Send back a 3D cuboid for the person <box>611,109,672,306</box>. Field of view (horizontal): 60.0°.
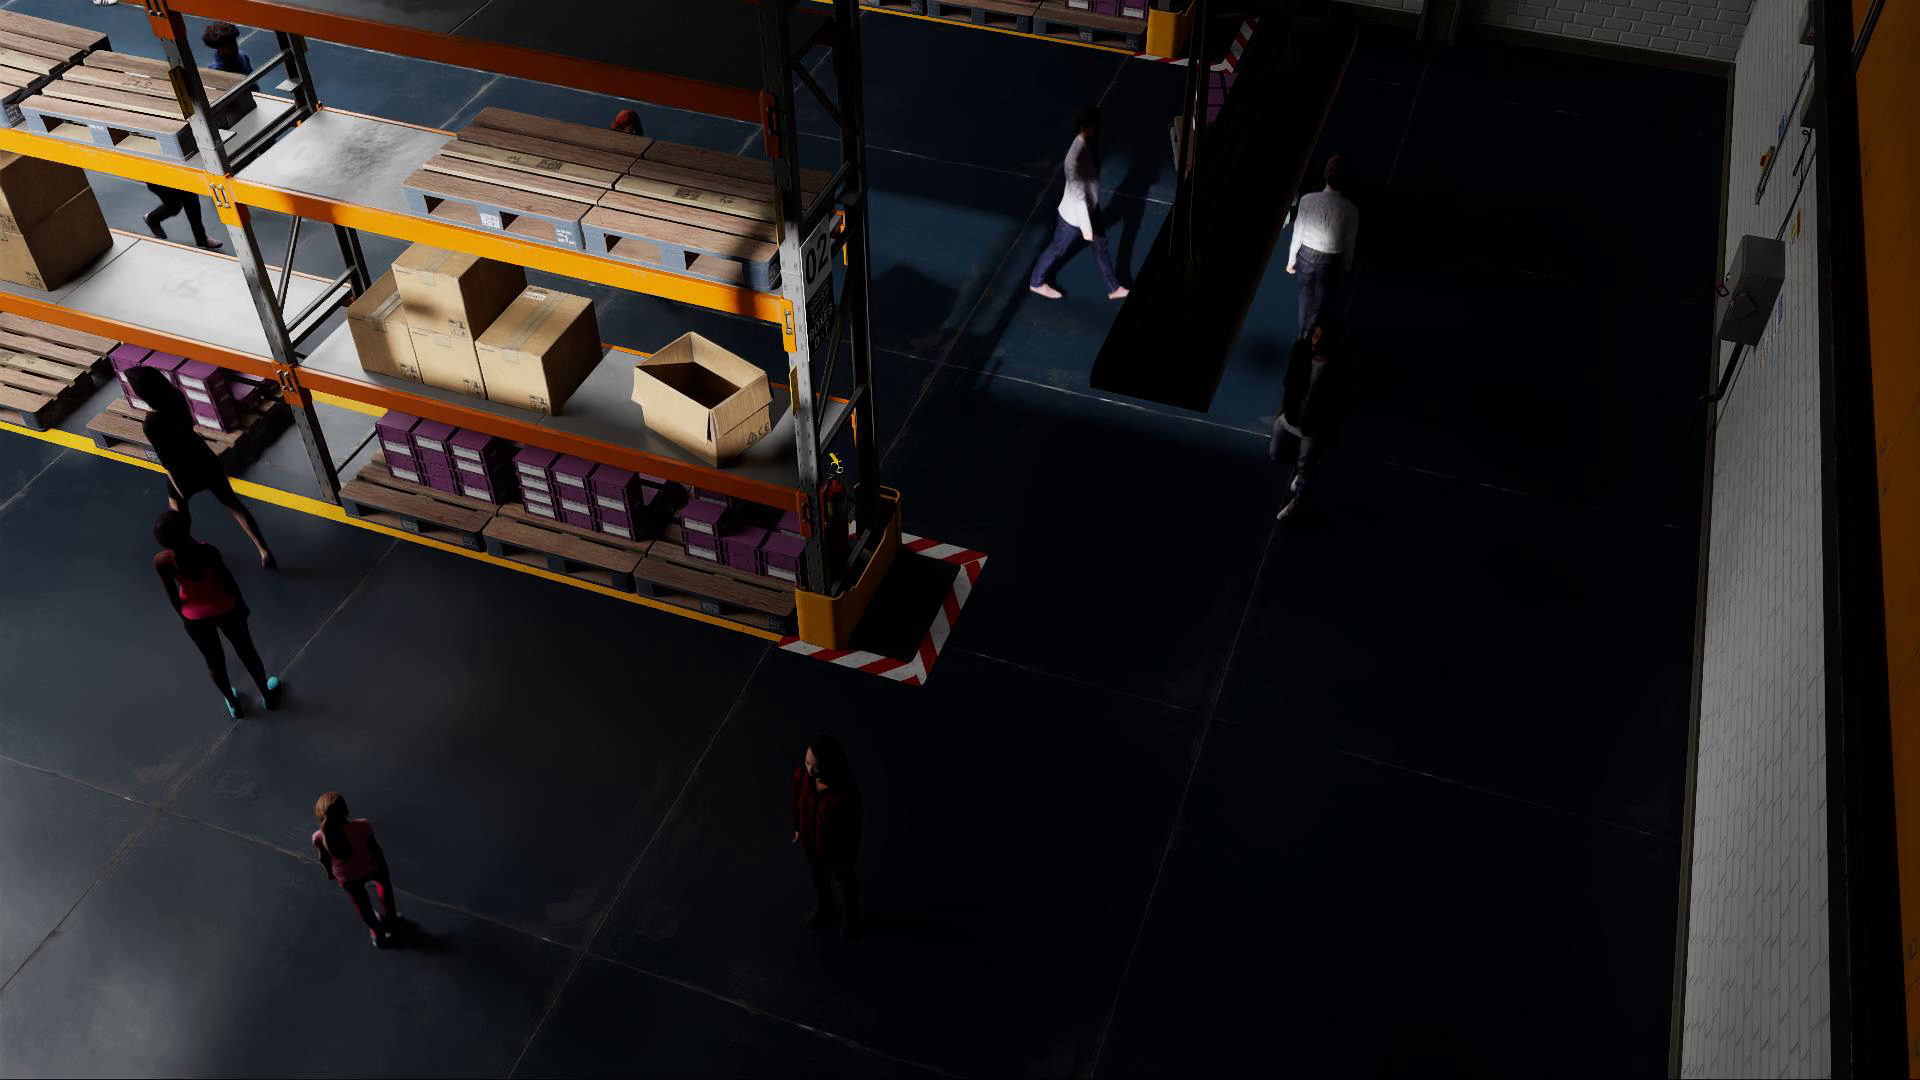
[{"bbox_3d":[-2.718,-2.785,13.824,0.809,1.771,0.931,-32,52,-29],"label":"person"}]

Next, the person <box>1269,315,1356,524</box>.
[{"bbox_3d":[2.555,-0.918,11.842,0.932,1.802,0.866,-29,51,-27],"label":"person"}]

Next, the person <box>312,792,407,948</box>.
[{"bbox_3d":[-3.366,1.879,9.297,0.577,1.263,0.640,-16,46,-16],"label":"person"}]

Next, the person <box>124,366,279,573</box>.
[{"bbox_3d":[-5.148,-0.422,11.363,1.139,1.744,0.641,17,46,17],"label":"person"}]

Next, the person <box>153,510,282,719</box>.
[{"bbox_3d":[-4.702,0.466,10.449,0.646,1.720,0.717,-13,45,-13],"label":"person"}]

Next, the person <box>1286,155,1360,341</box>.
[{"bbox_3d":[2.823,-2.159,13.153,1.091,1.791,0.780,18,46,18],"label":"person"}]

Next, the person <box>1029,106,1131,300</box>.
[{"bbox_3d":[0.898,-2.739,13.755,1.163,1.801,0.699,15,46,15],"label":"person"}]

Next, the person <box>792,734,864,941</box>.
[{"bbox_3d":[-0.724,1.635,9.267,0.478,1.658,0.666,19,47,19],"label":"person"}]

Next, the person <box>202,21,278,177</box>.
[{"bbox_3d":[-6.456,-3.783,14.860,1.021,1.788,0.744,9,44,10],"label":"person"}]
